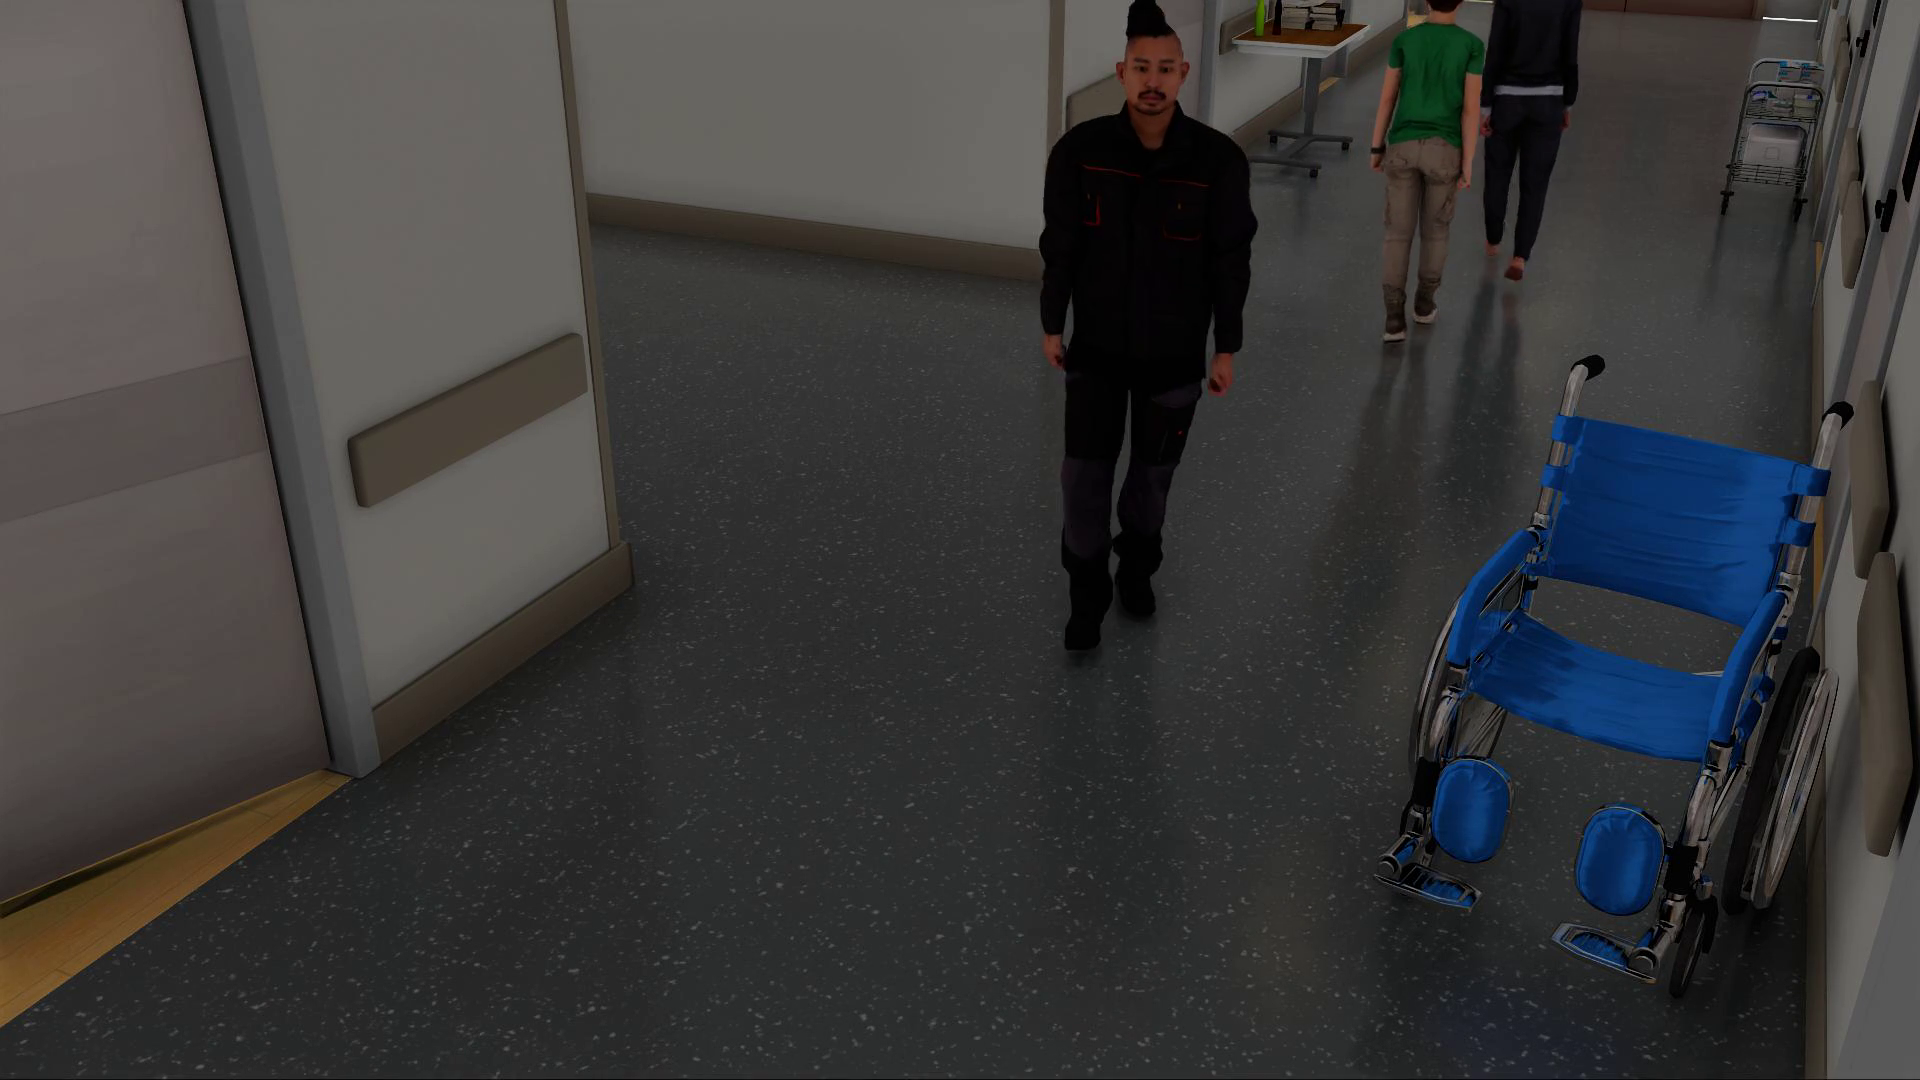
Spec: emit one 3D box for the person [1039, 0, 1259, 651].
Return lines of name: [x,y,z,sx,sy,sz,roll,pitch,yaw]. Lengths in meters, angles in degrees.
person: [0.519,-0.641,4.904,0.921,1.846,0.967,2,26,3]

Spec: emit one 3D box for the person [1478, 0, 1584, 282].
person: [2.781,-2.113,8.136,0.716,1.691,1.115,8,27,15]

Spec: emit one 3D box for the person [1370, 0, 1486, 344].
person: [2.004,-1.645,7.238,0.666,1.626,0.983,9,27,17]
